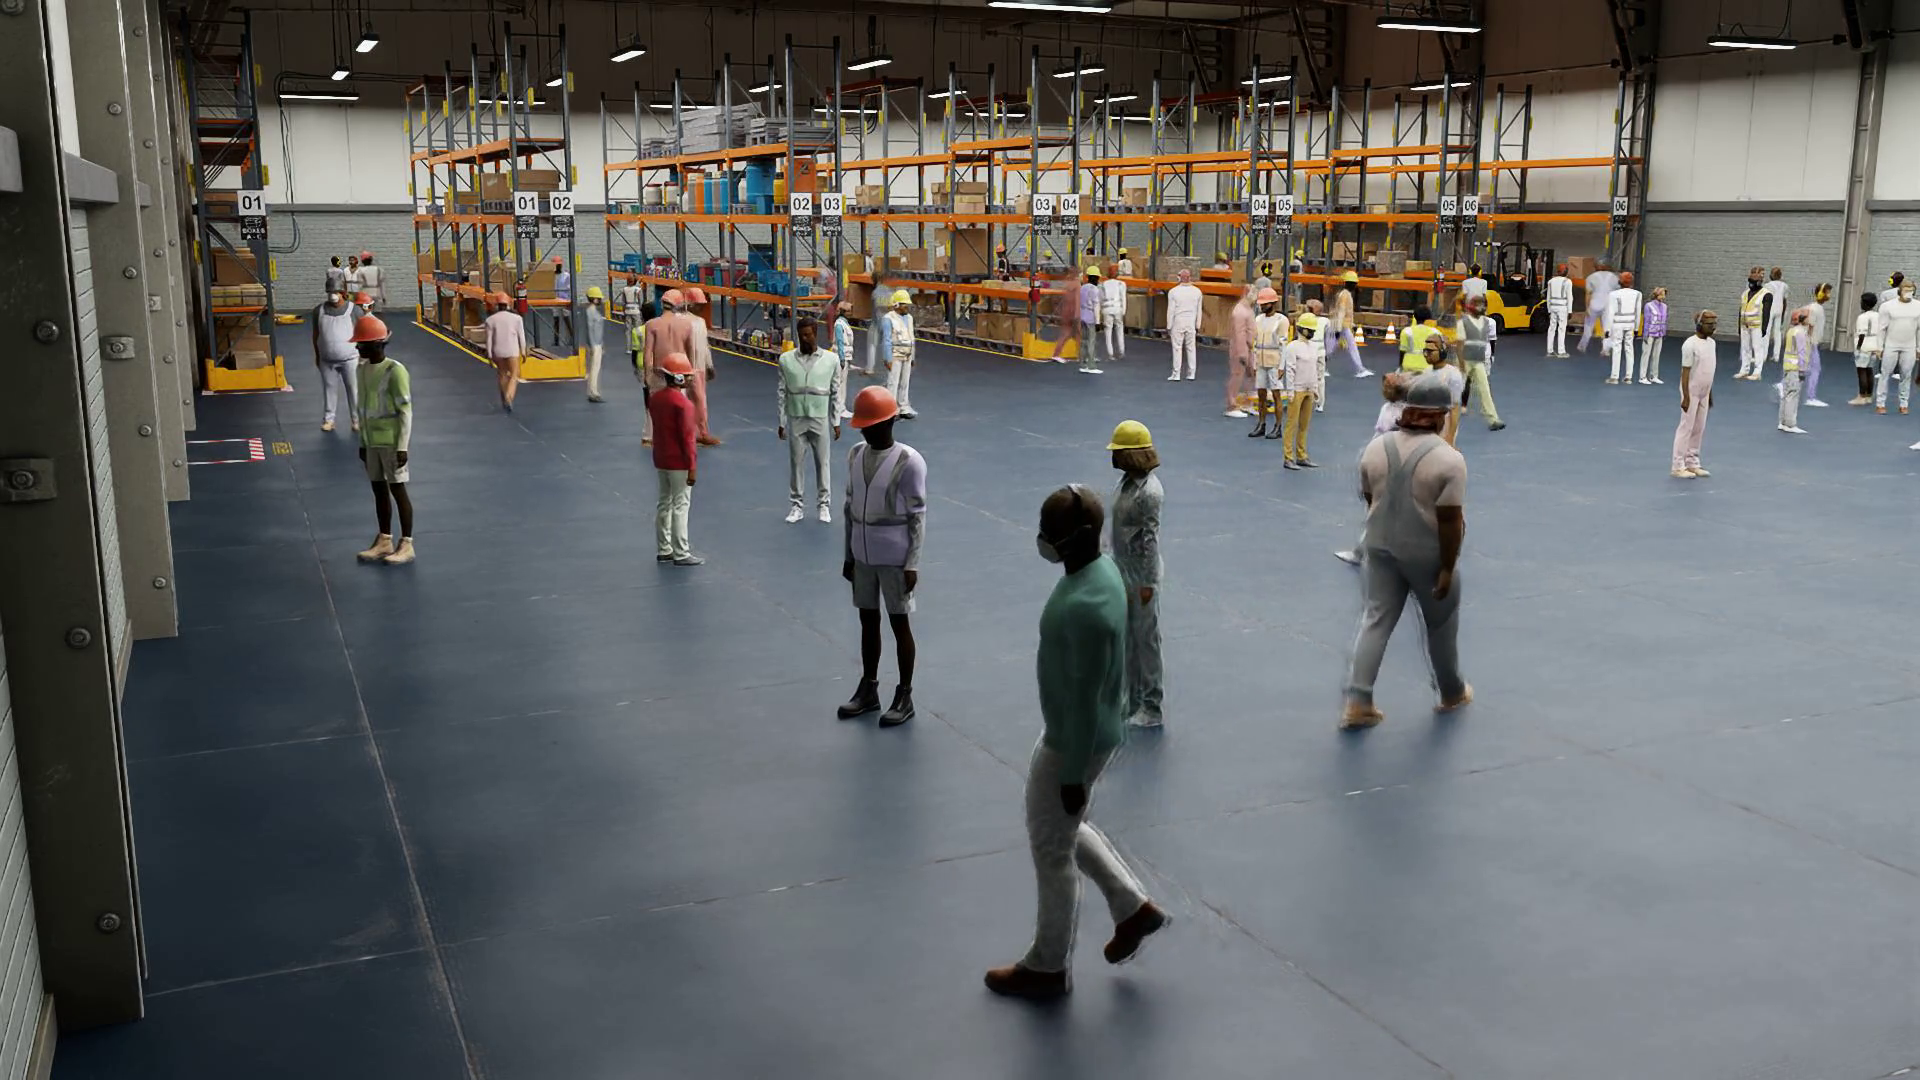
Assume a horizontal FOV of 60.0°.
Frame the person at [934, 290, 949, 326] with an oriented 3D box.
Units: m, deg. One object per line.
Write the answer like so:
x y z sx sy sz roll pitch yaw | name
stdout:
-0.486 -6.452 42.827 0.542 1.841 0.786 -5 12 -24 | person

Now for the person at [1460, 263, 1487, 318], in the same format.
10.298 -4.604 33.362 0.519 1.874 0.327 1 11 7 | person

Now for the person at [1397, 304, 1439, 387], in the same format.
6.060 -2.268 21.969 0.536 1.680 0.433 0 11 -1 | person

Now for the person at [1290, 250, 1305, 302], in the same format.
9.678 -7.404 47.729 0.412 1.821 0.607 -3 11 -13 | person

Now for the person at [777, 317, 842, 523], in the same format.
-1.405 -1.119 15.527 0.598 1.917 0.378 0 11 2 | person

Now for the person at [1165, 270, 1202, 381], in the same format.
3.830 -3.686 28.608 0.655 1.906 0.407 -4 12 -18 | person

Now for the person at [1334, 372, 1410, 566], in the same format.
3.519 -0.579 13.615 0.883 1.584 0.528 -1 11 -7 | person

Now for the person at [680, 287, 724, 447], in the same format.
-3.142 -2.109 20.472 0.677 1.970 0.638 4 12 17 | person

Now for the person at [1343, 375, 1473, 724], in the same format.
2.560 0.025 9.404 1.034 2.000 0.675 -11 15 -43 | person

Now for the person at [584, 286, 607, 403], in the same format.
-5.551 -2.979 25.376 0.324 1.768 0.526 0 11 2 | person

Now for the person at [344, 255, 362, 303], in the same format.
-14.794 -6.040 40.721 0.567 1.847 0.389 1 11 3 | person

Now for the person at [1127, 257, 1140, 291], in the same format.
4.905 -7.313 47.783 0.496 1.610 0.590 7 13 33 | person

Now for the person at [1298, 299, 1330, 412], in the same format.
5.100 -2.650 24.022 0.523 1.640 0.306 -4 12 -19 | person

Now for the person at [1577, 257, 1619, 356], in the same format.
13.007 -4.785 33.850 0.696 2.000 1.005 0 11 1 | person

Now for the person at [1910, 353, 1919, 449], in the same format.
11.871 -2.016 20.117 0.397 1.911 0.588 -5 12 -22 | person

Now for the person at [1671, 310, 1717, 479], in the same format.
8.013 -1.580 18.098 0.501 1.839 0.341 -8 14 -35 | person

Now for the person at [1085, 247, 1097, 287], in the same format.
3.722 -7.279 46.877 0.395 1.910 0.584 -5 12 -24 | person

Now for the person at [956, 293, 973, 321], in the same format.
0.095 -6.721 44.433 0.559 1.746 0.332 -3 12 -15 | person

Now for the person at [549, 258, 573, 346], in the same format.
-8.660 -5.165 36.177 0.644 1.903 0.382 2 11 8 | person

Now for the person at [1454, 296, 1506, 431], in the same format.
6.843 -2.345 22.120 0.587 1.781 0.953 -5 12 -26 | person

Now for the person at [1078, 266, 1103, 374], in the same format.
2.351 -3.963 29.975 0.383 1.922 0.587 -6 12 -26 | person

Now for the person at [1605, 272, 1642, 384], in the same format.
11.208 -3.579 28.119 0.581 1.882 0.339 -1 11 -6 | person

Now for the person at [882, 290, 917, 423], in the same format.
-0.826 -2.537 22.982 0.403 1.824 0.594 8 14 35 | person

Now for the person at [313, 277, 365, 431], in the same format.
-8.236 -2.463 22.049 0.672 2.000 0.536 -2 11 -8 | person

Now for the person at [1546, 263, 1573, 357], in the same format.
12.005 -4.593 33.276 0.350 1.882 0.583 -7 13 -32 | person

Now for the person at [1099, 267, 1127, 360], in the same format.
3.019 -4.476 32.858 0.572 1.803 1.082 3 11 14 | person

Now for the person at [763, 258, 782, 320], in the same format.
-5.079 -6.941 44.808 0.611 2.040 0.393 -5 12 -23 | person

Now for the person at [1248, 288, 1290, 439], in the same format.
3.943 -2.249 21.278 0.404 1.927 0.546 -9 14 -39 | person

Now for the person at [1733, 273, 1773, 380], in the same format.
13.765 -3.703 28.886 0.429 1.839 0.630 -4 12 -21 | person

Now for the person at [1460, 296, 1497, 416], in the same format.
7.371 -2.621 23.731 0.535 1.697 0.318 5 12 24 | person

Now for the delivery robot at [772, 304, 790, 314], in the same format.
-4.923 -6.466 45.943 0.477 0.478 0.707 3 12 17 | delivery robot

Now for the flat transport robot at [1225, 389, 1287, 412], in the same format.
4.497 -2.061 24.512 0.652 0.197 1.431 7 13 32 | flat transport robot

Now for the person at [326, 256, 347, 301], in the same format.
-14.892 -5.857 39.767 0.510 1.861 0.327 4 12 19 | person

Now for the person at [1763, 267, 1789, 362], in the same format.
15.752 -4.361 32.233 0.501 1.838 0.341 -1 11 -5 | person

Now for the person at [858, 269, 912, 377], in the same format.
-1.314 -3.775 29.090 0.943 1.907 0.631 5 12 26 | person
